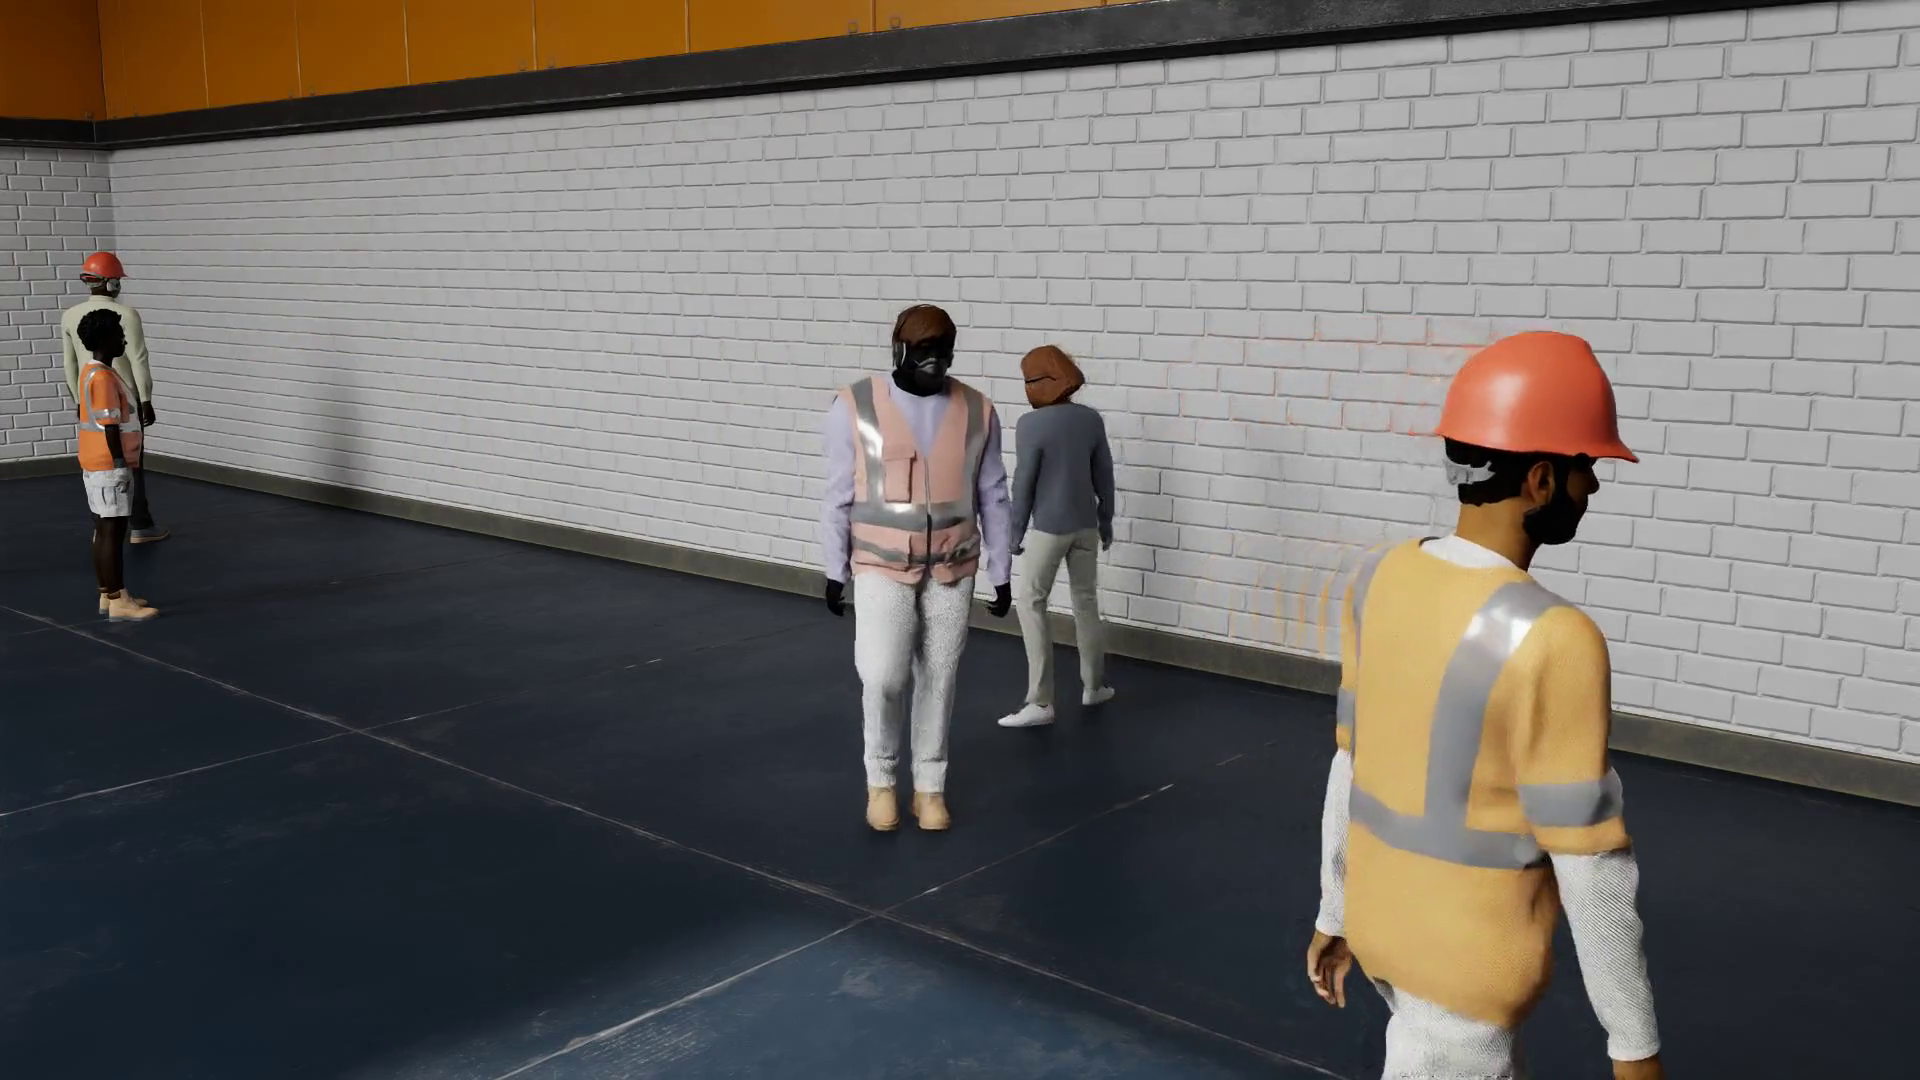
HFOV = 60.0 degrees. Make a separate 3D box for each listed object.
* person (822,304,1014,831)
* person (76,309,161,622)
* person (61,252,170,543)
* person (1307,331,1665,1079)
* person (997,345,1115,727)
[{"bbox_3d":[-0.133,0.108,5.751,0.661,1.831,0.474,-3,10,-16],"label":"person"},{"bbox_3d":[-4.621,-0.405,9.069,0.319,1.696,0.532,-7,12,-34],"label":"person"},{"bbox_3d":[-5.815,-0.969,11.427,0.608,1.996,0.380,2,10,10],"label":"person"},{"bbox_3d":[0.891,0.629,2.614,0.971,1.886,0.574,-2,10,-13],"label":"person"},{"bbox_3d":[0.447,-0.036,7.213,0.749,1.609,0.314,-9,14,-42],"label":"person"}]
